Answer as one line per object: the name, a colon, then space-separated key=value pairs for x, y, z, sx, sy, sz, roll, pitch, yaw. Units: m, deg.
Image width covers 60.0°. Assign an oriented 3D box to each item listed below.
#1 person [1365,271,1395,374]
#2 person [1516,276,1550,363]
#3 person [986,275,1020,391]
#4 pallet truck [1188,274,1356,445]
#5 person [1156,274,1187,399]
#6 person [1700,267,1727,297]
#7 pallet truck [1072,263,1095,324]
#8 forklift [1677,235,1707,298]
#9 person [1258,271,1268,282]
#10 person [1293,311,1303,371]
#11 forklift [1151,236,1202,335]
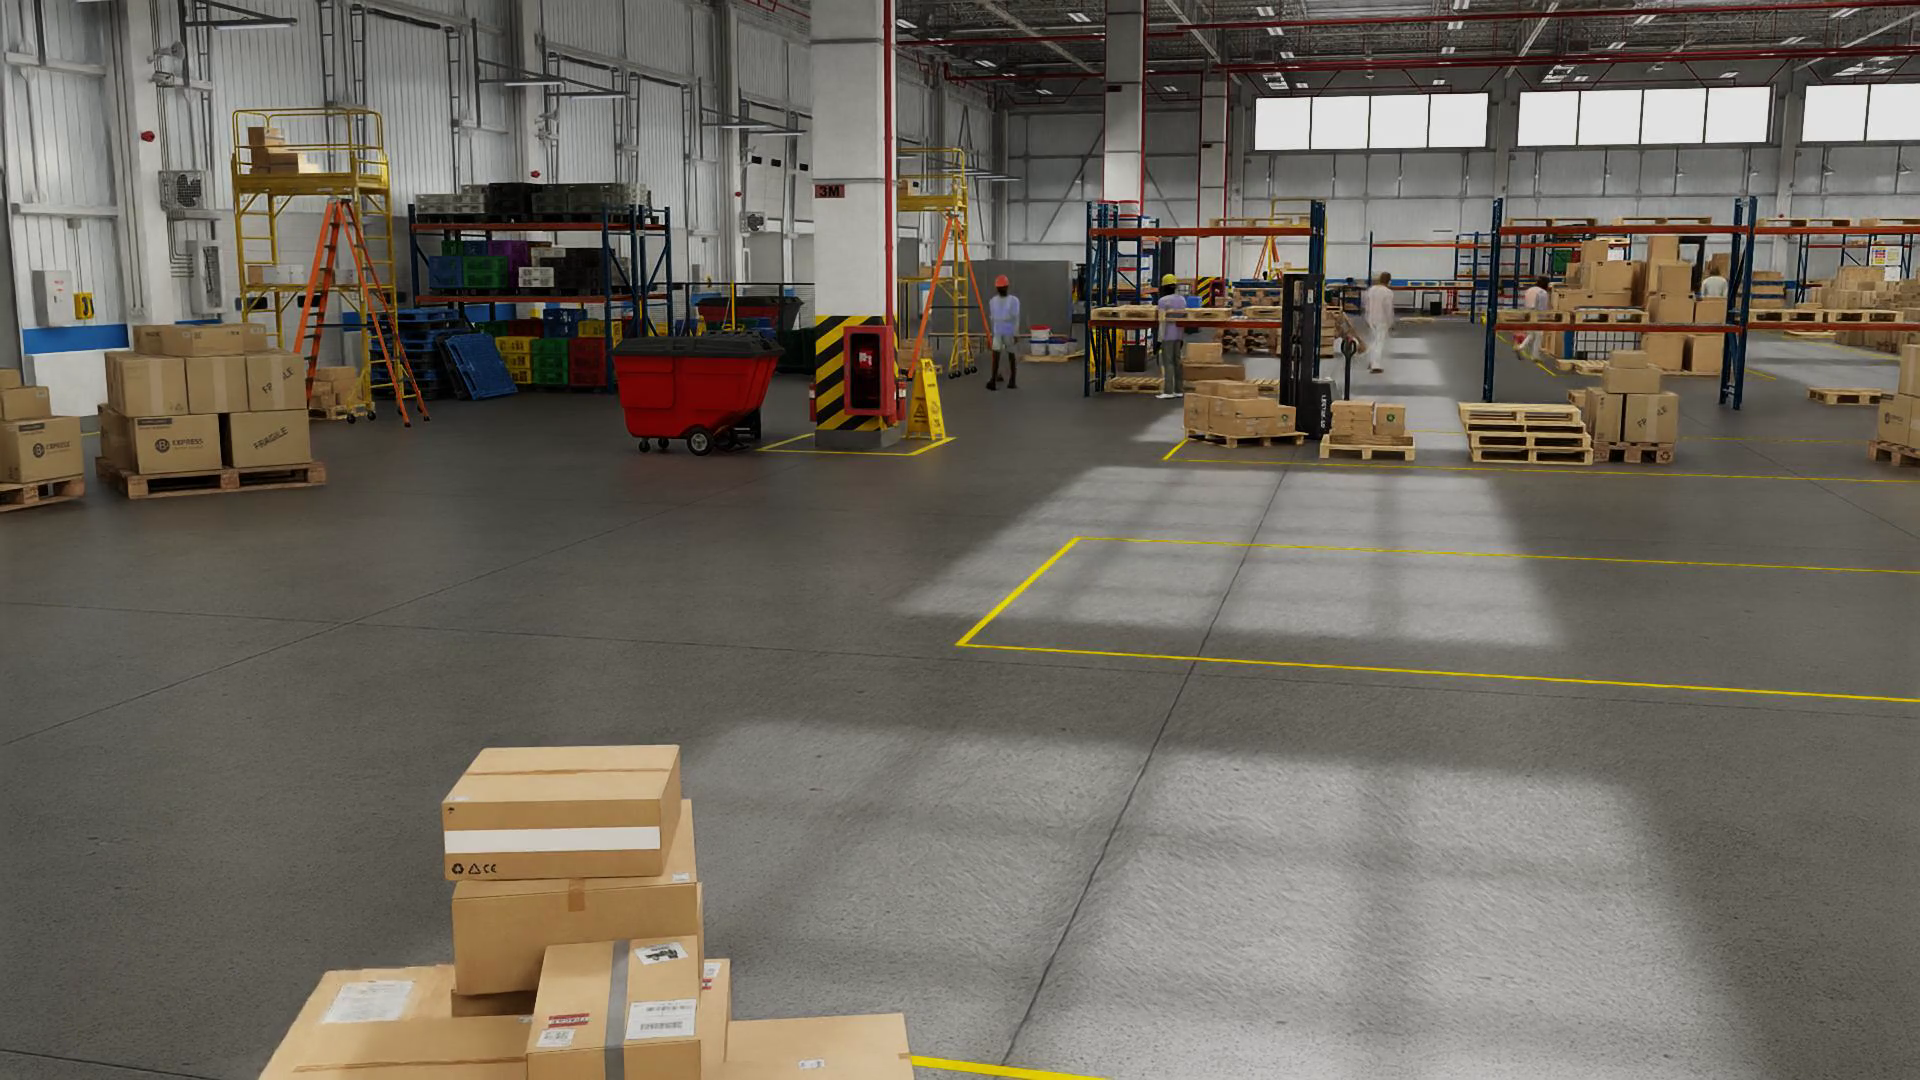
person: x=7.922 y=-4.078 z=31.243 sx=0.507 sy=1.917 sz=0.645 roll=-5 pitch=11 yaw=-29
person: x=11.850 y=-4.538 z=34.288 sx=0.524 sy=1.807 sz=0.672 roll=-4 pitch=10 yaw=-20
person: x=0.720 y=-3.399 z=27.347 sx=0.567 sy=1.888 sz=0.989 roll=4 pitch=10 yaw=22
pallet truck: x=3.653 y=-2.138 z=19.590 sx=1.885 sy=1.965 sz=0.823 roll=-4 pitch=10 yaw=-20
person: x=3.243 y=-3.139 z=25.699 sx=0.590 sy=1.923 sz=0.383 roll=-9 pitch=13 yaw=-41
person: x=20.847 y=-6.590 z=46.046 sx=0.662 sy=1.910 sz=0.832 roll=4 pitch=10 yaw=23
pallet truck: x=4.325 y=-8.180 z=55.162 sx=0.823 sy=1.965 sz=1.885 roll=6 pitch=11 yaw=31
forklift: x=21.648 y=-7.669 z=49.558 sx=1.129 sy=2.768 sz=1.873 roll=0 pitch=10 yaw=1
person: x=10.878 y=-8.759 z=59.453 sx=0.534 sy=1.699 sz=0.318 roll=-6 pitch=11 yaw=-30
person: x=6.627 y=-4.100 z=31.923 sx=0.321 sy=1.736 sz=0.488 roll=6 pitch=11 yaw=30
forklift: x=5.866 y=-7.214 z=46.878 sx=1.873 sy=2.768 sz=1.129 roll=2 pitch=10 yaw=14
